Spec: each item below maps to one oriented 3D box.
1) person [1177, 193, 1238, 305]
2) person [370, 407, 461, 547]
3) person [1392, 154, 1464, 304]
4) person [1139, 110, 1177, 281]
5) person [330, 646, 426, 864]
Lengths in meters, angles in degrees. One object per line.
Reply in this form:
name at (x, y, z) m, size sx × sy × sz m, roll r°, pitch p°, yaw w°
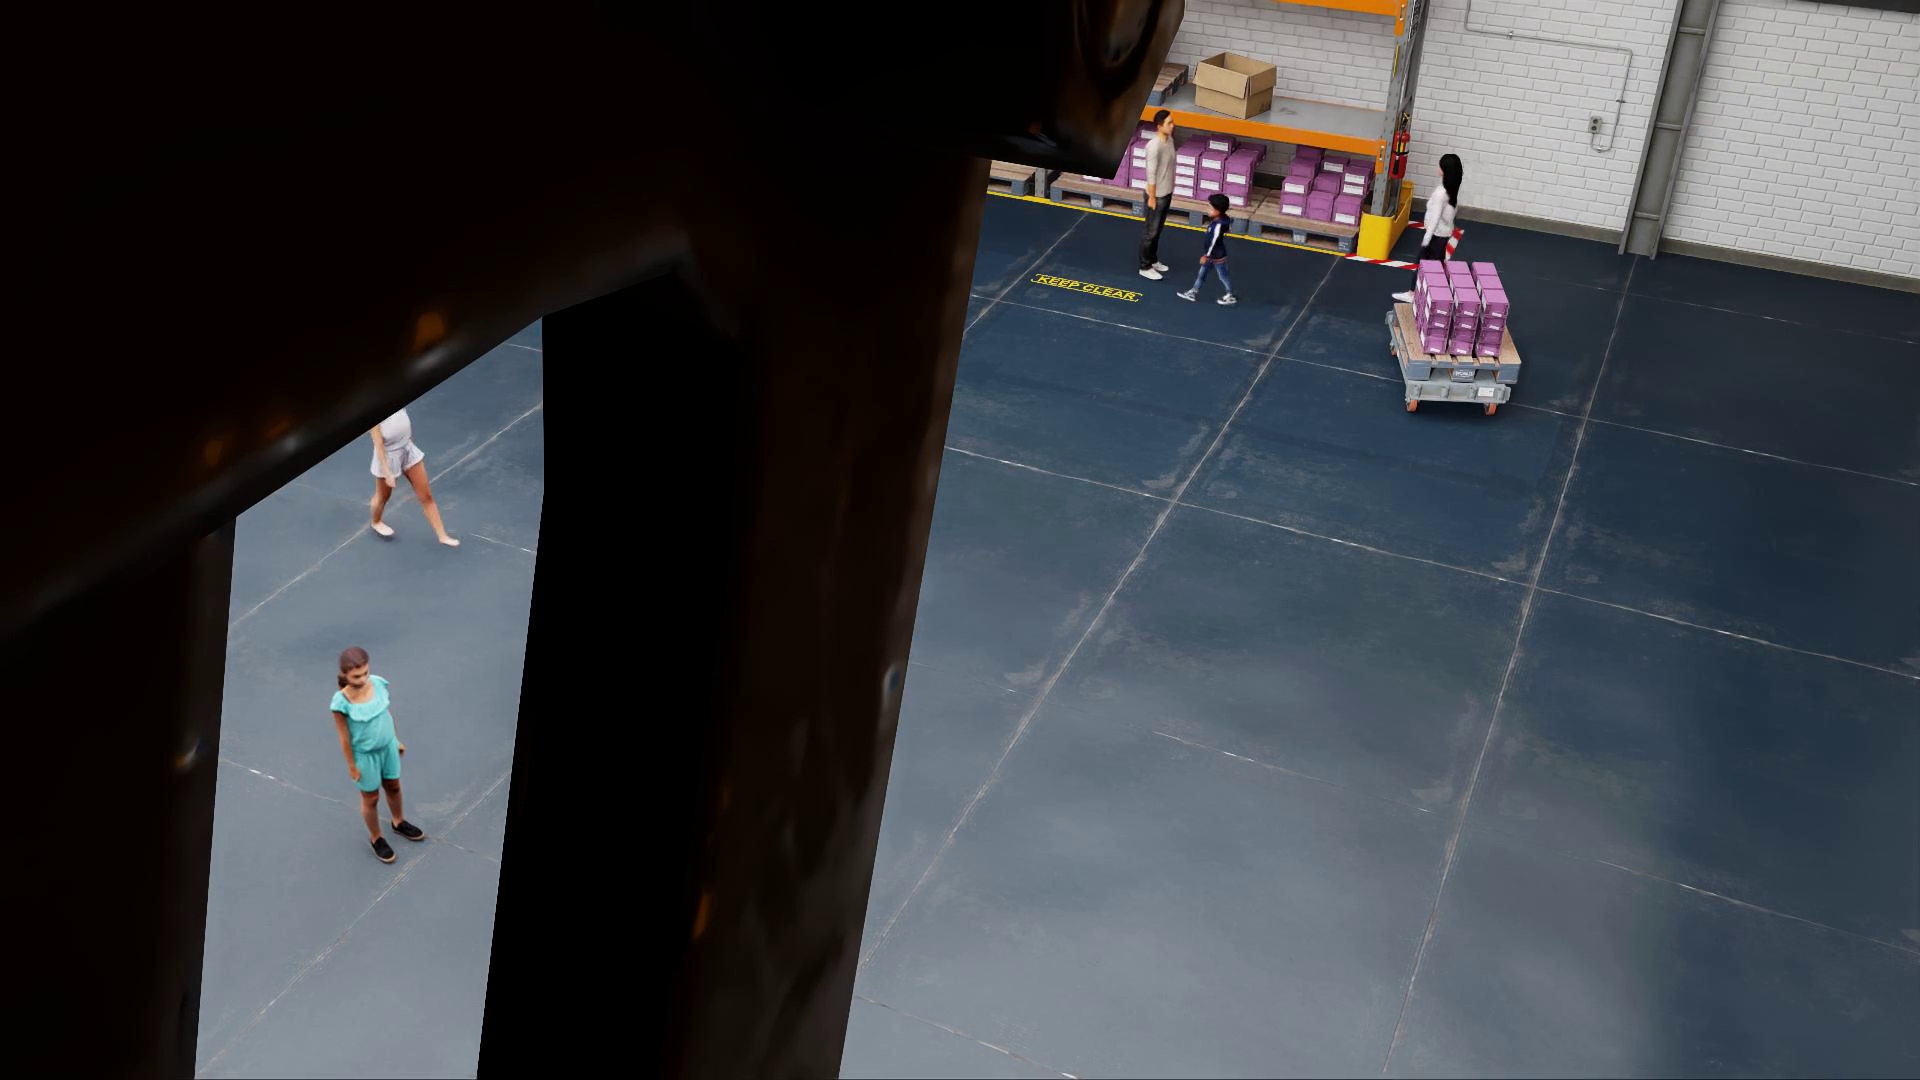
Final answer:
person at (2.698, -2.963, 17.151) m, size 0.921 × 1.187 × 0.726 m, roll 1°, pitch 34°, yaw 2°
person at (-4.588, -0.651, 13.337) m, size 1.074 × 1.560 × 0.603 m, roll 16°, pitch 37°, yaw 23°
person at (4.941, -3.058, 16.859) m, size 1.092 × 1.670 × 0.652 m, roll 17°, pitch 37°, yaw 23°
person at (2.090, -3.692, 17.685) m, size 0.547 × 1.811 × 0.660 m, roll 17°, pitch 37°, yaw 23°
person at (-3.675, 1.305, 10.395) m, size 0.600 × 1.558 × 0.592 m, roll 23°, pitch 40°, yaw 30°
